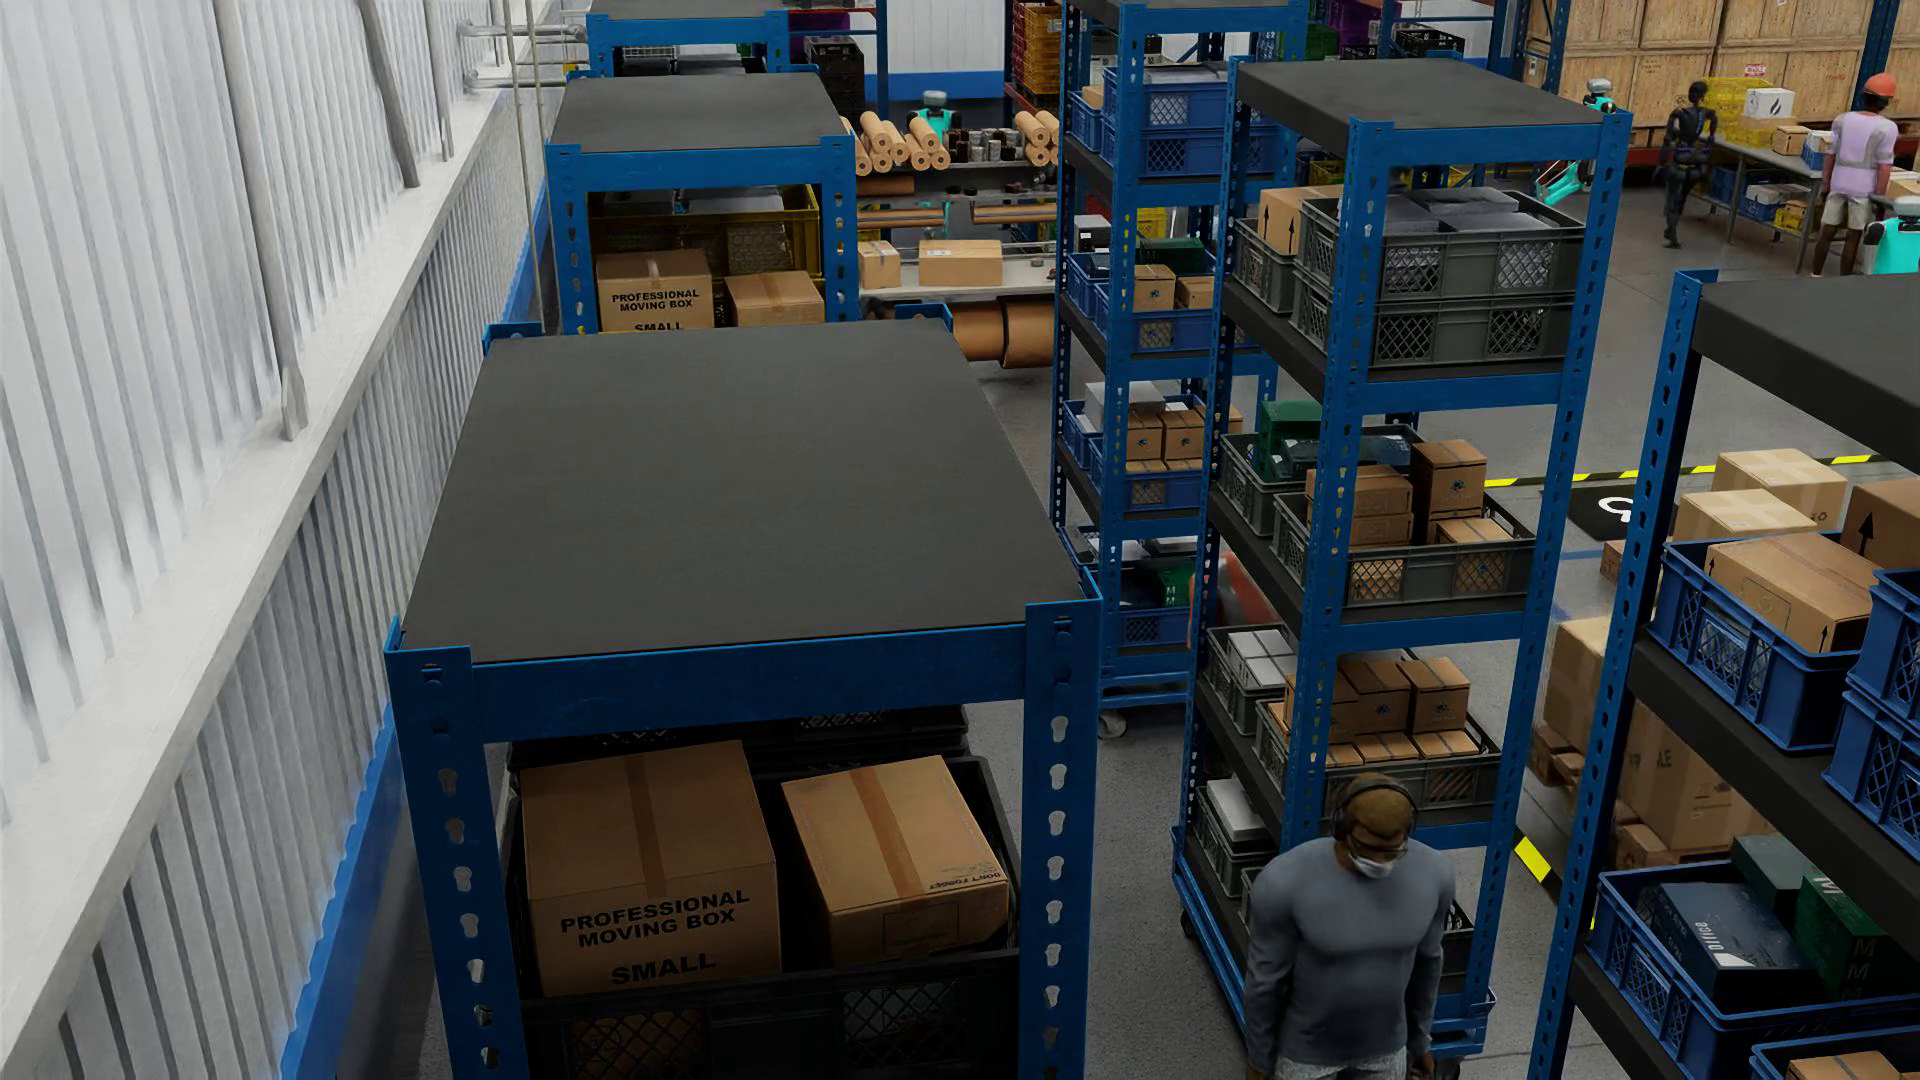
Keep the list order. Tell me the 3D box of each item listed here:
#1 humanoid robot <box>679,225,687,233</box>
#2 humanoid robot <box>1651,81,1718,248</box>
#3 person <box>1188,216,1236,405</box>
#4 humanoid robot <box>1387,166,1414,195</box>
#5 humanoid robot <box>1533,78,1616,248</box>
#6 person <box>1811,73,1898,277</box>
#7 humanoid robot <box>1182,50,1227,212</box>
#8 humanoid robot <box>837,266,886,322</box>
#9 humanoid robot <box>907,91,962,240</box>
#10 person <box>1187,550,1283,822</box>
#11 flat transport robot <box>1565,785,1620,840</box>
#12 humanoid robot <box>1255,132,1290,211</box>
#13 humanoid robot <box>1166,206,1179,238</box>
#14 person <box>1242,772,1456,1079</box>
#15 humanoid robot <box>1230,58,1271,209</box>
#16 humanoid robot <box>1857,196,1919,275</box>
[{"bbox_3d":[-2.592,-3.224,15.627,0.470,1.648,0.615,-6,25,-13],"label":"humanoid robot"},{"bbox_3d":[7.404,-3.816,16.983,0.589,1.679,0.665,-3,25,-7],"label":"humanoid robot"},{"bbox_3d":[1.682,-1.256,11.134,0.401,1.851,0.589,-3,25,-7],"label":"person"},{"bbox_3d":[3.546,-2.467,13.994,0.426,1.640,0.615,-6,25,-13],"label":"humanoid robot"},{"bbox_3d":[5.981,-3.687,16.436,0.731,1.693,0.532,-2,25,-4],"label":"humanoid robot"},{"bbox_3d":[8.159,-3.210,15.157,0.389,2.040,0.613,-14,28,-28],"label":"person"},{"bbox_3d":[2.577,-4.324,18.005,0.658,1.852,0.539,-19,31,-36],"label":"humanoid robot"},{"bbox_3d":[-0.667,-0.999,10.791,0.602,1.649,0.430,-17,30,-33],"label":"humanoid robot"},{"bbox_3d":[-0.224,-3.342,15.790,0.549,1.740,0.977,-4,25,-8],"label":"humanoid robot"},{"bbox_3d":[1.199,0.638,6.882,0.610,1.964,0.363,-13,28,-26],"label":"person"},{"bbox_3d":[3.304,1.297,7.446,0.652,0.197,1.431,-4,25,-8],"label":"flat transport robot"},{"bbox_3d":[3.037,-3.335,15.847,0.532,1.799,0.916,-5,25,-11],"label":"humanoid robot"},{"bbox_3d":[2.267,-3.747,16.529,0.533,1.676,0.735,4,25,10],"label":"humanoid robot"},{"bbox_3d":[1.145,1.517,5.012,0.626,1.933,0.372,-5,25,-10],"label":"person"},{"bbox_3d":[3.278,-4.487,18.372,0.536,1.642,0.612,2,25,5],"label":"humanoid robot"},{"bbox_3d":[6.652,-1.542,11.737,0.533,1.673,0.735,0,25,0],"label":"humanoid robot"}]
